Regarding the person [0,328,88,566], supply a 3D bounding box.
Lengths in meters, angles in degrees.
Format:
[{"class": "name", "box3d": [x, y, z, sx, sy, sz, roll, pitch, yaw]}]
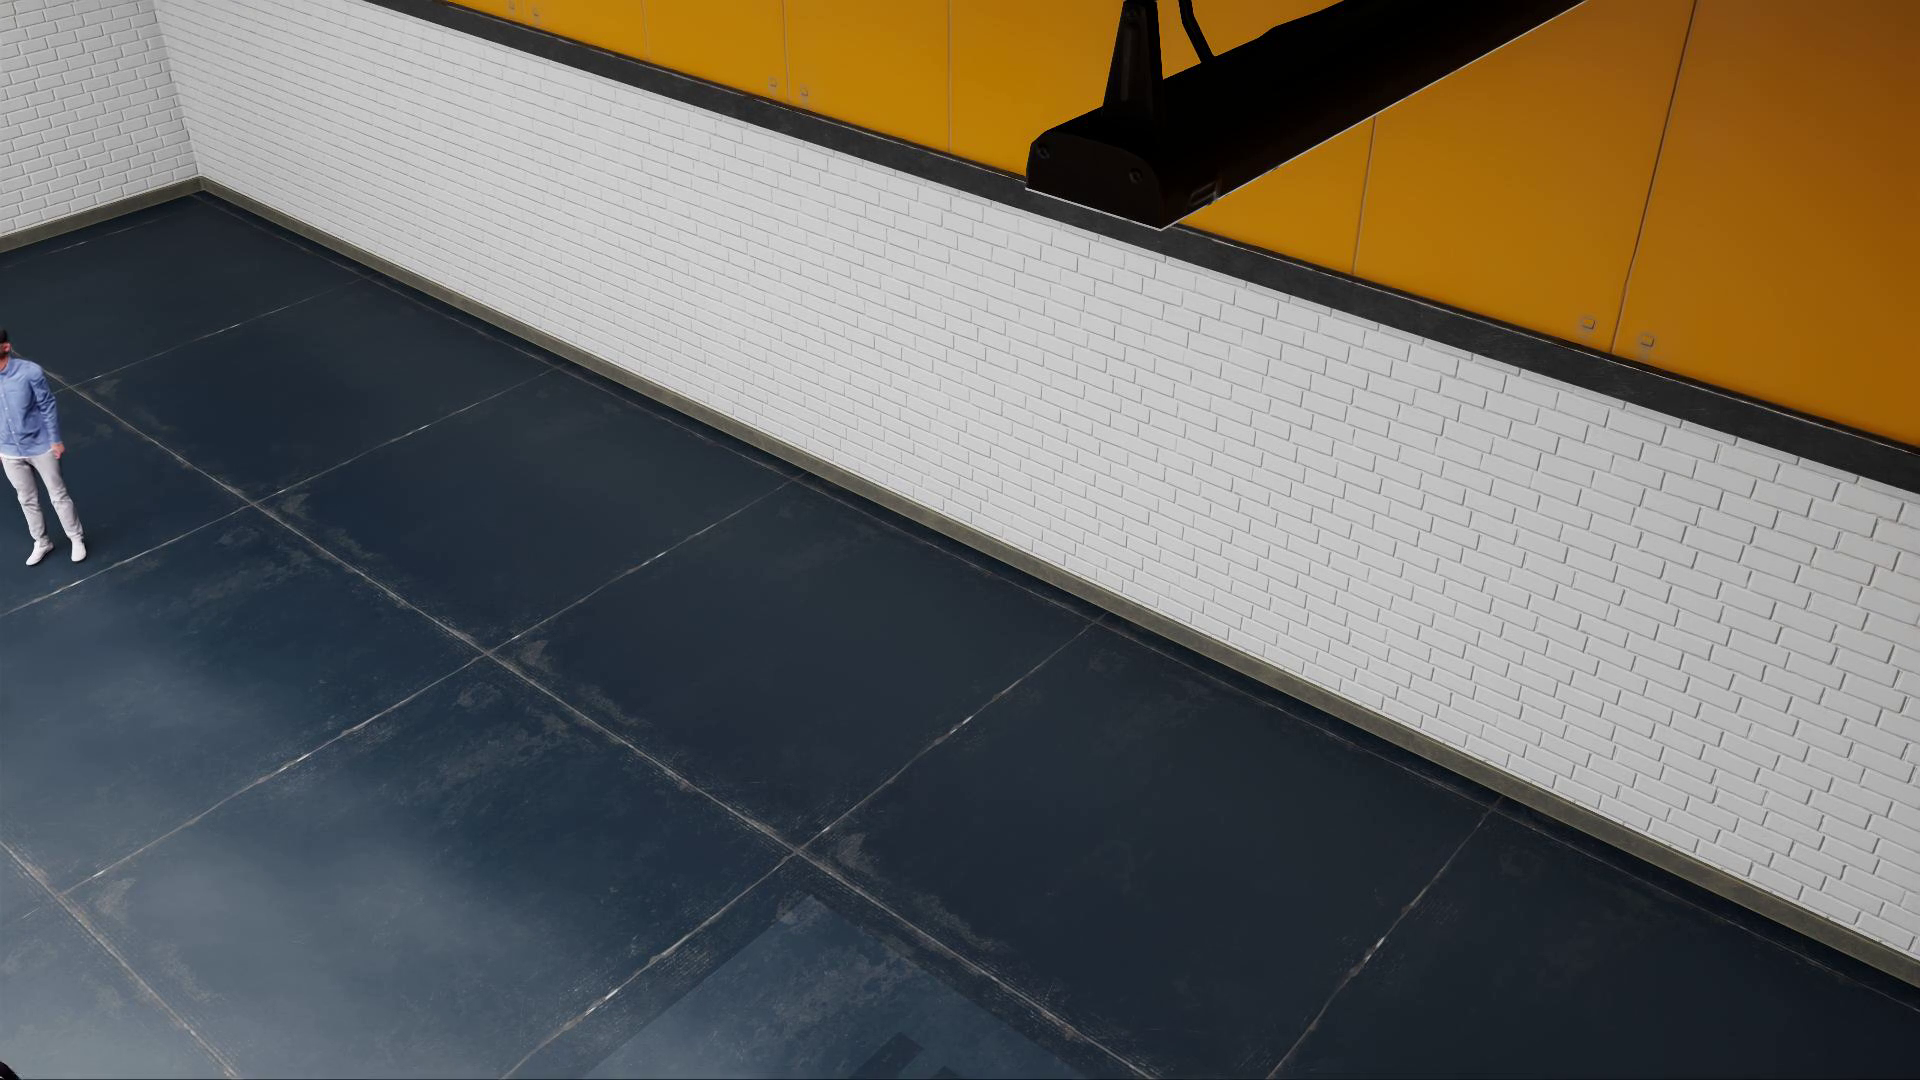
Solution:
[{"class": "person", "box3d": [-6.742, -0.700, 12.006, 0.729, 1.884, 0.799, -4, 34, -6]}]
